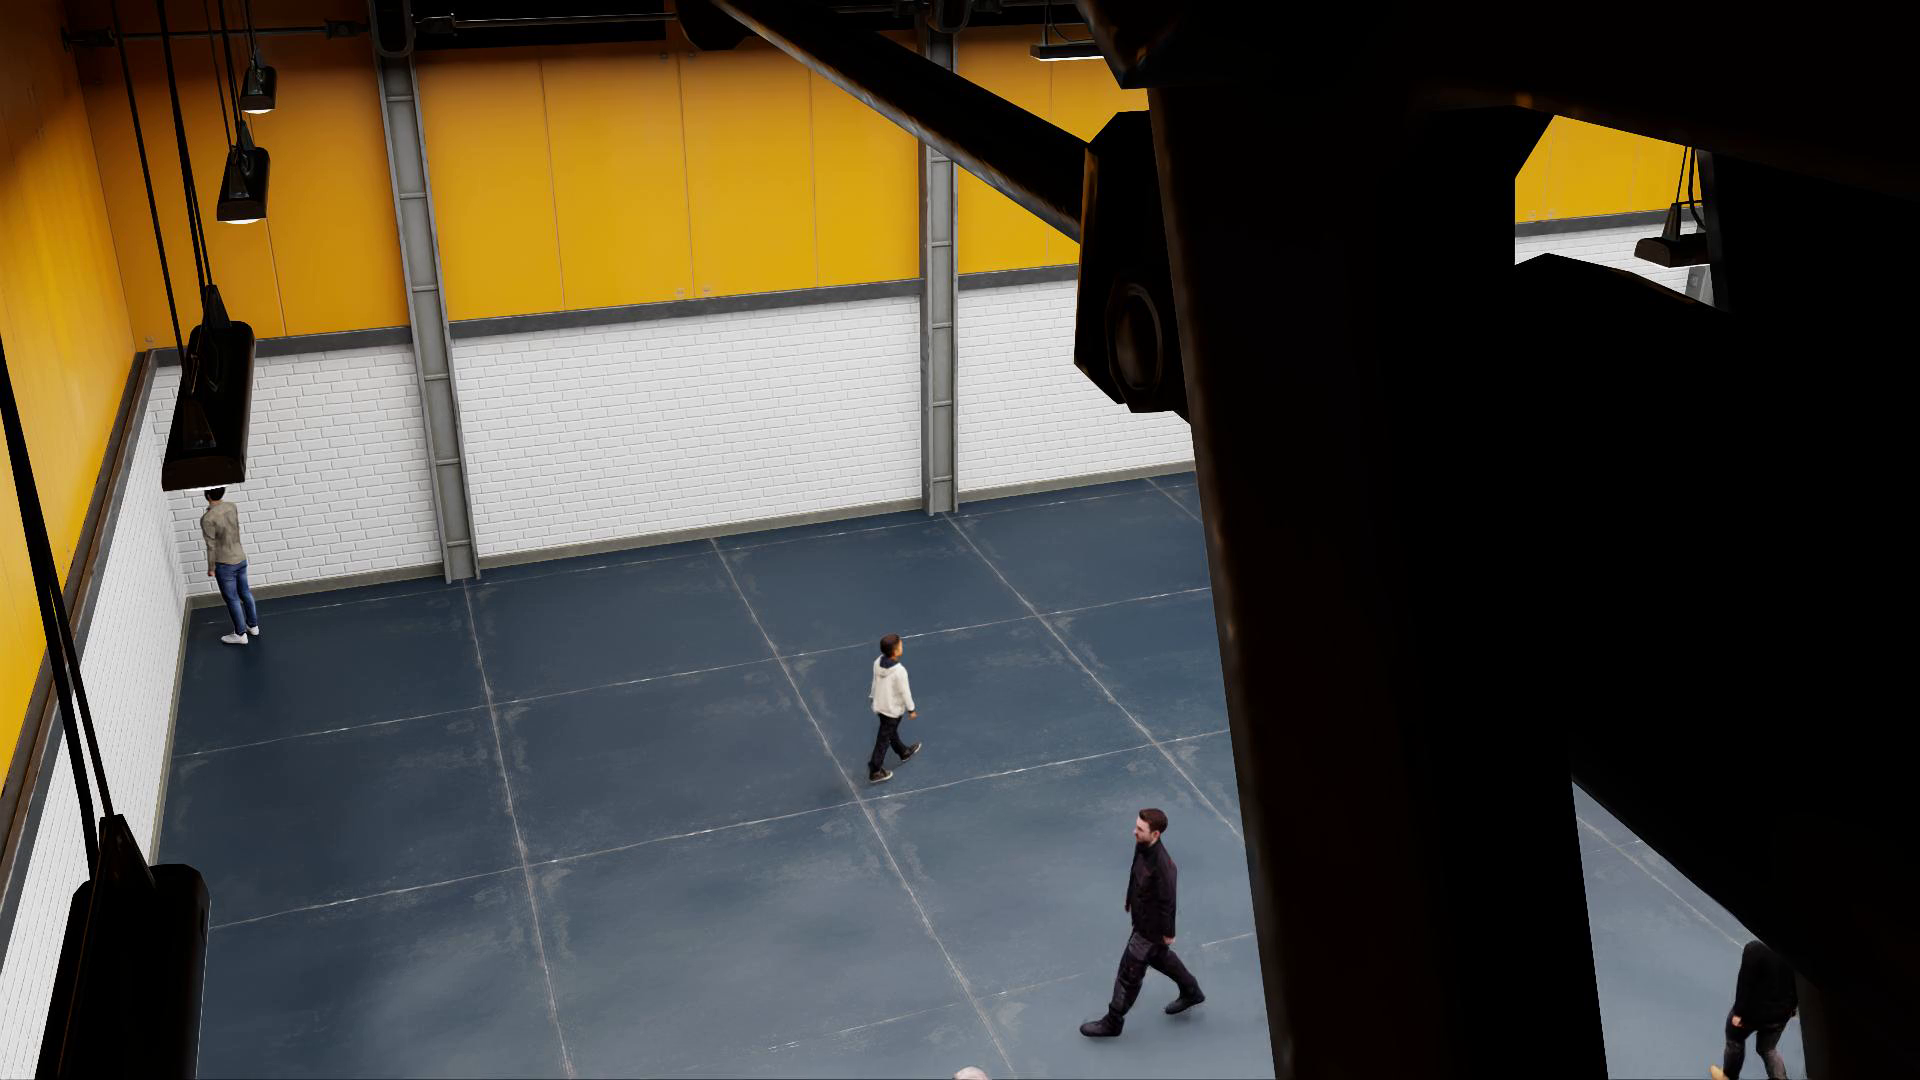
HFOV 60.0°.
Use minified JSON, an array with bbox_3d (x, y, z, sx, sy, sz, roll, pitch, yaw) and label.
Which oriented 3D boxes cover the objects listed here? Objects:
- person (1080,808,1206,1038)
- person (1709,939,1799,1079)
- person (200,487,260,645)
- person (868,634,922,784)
[{"bbox_3d":[1.441,2.755,12.046,1.265,1.875,0.824,-4,24,-10],"label":"person"},{"bbox_3d":[5.477,3.196,11.253,0.993,1.701,0.864,-2,24,-5],"label":"person"},{"bbox_3d":[-7.839,0.226,17.844,0.808,1.864,0.792,6,24,14],"label":"person"},{"bbox_3d":[-0.718,1.575,15.310,0.986,1.422,0.770,-18,29,-35],"label":"person"}]
